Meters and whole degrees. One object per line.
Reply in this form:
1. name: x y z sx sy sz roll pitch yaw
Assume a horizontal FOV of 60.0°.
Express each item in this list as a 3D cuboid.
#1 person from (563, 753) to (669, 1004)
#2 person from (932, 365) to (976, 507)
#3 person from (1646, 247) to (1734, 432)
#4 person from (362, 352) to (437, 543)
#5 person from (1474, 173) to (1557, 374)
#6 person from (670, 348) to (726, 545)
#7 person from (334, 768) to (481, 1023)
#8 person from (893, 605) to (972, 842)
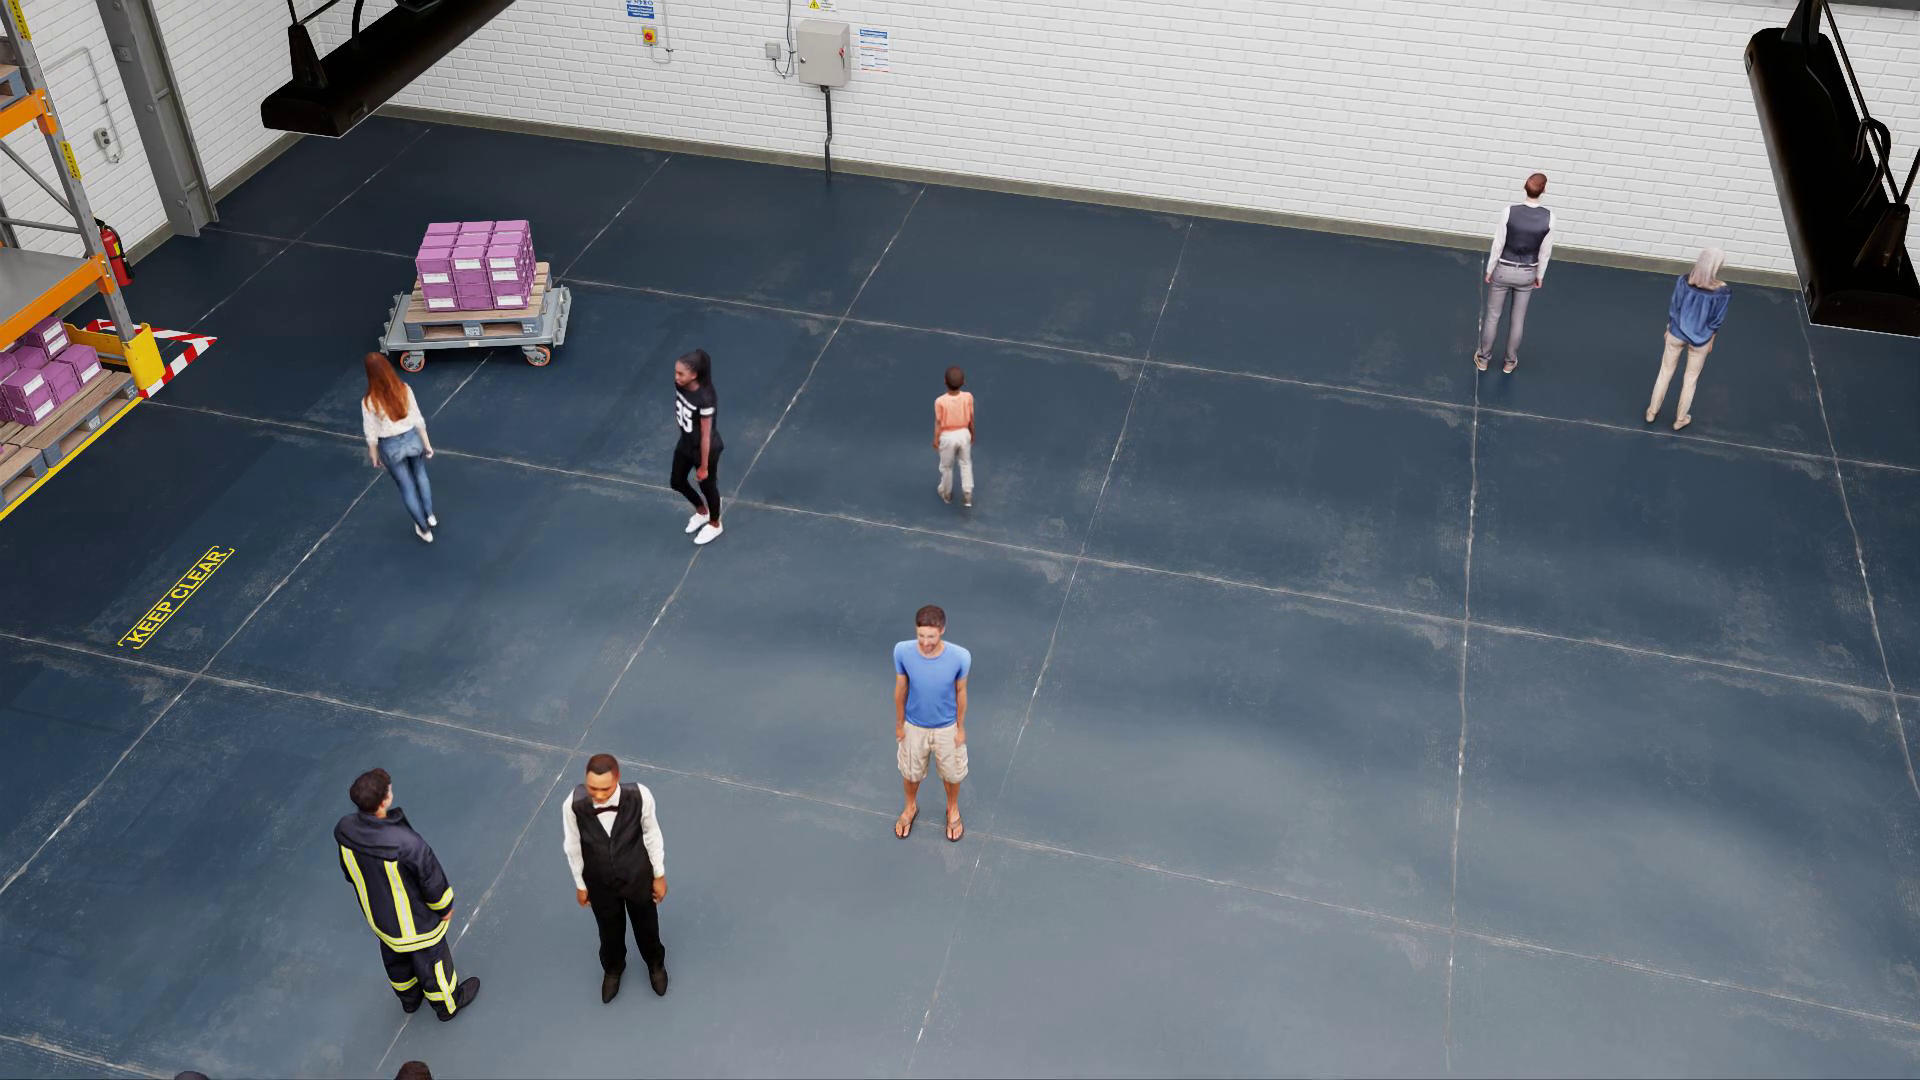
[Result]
1. person: -1.949 1.890 9.503 0.773 1.918 0.737 -5 39 -7
2. person: -0.034 -0.826 13.387 0.629 1.315 0.709 -11 40 -13
3. person: 6.231 -1.726 14.207 0.683 1.698 0.669 23 44 26
4. person: -4.289 -0.679 12.880 0.712 1.718 0.788 -26 45 -29
5. person: 4.953 -2.389 14.845 0.652 1.938 0.529 9 40 12
6. person: -1.964 -0.730 12.942 0.783 1.721 0.744 -32 48 -33
7. person: -3.141 2.010 9.344 0.796 1.928 0.665 12 40 15
8. person: -0.183 1.130 10.498 0.687 1.864 0.627 3 39 3
